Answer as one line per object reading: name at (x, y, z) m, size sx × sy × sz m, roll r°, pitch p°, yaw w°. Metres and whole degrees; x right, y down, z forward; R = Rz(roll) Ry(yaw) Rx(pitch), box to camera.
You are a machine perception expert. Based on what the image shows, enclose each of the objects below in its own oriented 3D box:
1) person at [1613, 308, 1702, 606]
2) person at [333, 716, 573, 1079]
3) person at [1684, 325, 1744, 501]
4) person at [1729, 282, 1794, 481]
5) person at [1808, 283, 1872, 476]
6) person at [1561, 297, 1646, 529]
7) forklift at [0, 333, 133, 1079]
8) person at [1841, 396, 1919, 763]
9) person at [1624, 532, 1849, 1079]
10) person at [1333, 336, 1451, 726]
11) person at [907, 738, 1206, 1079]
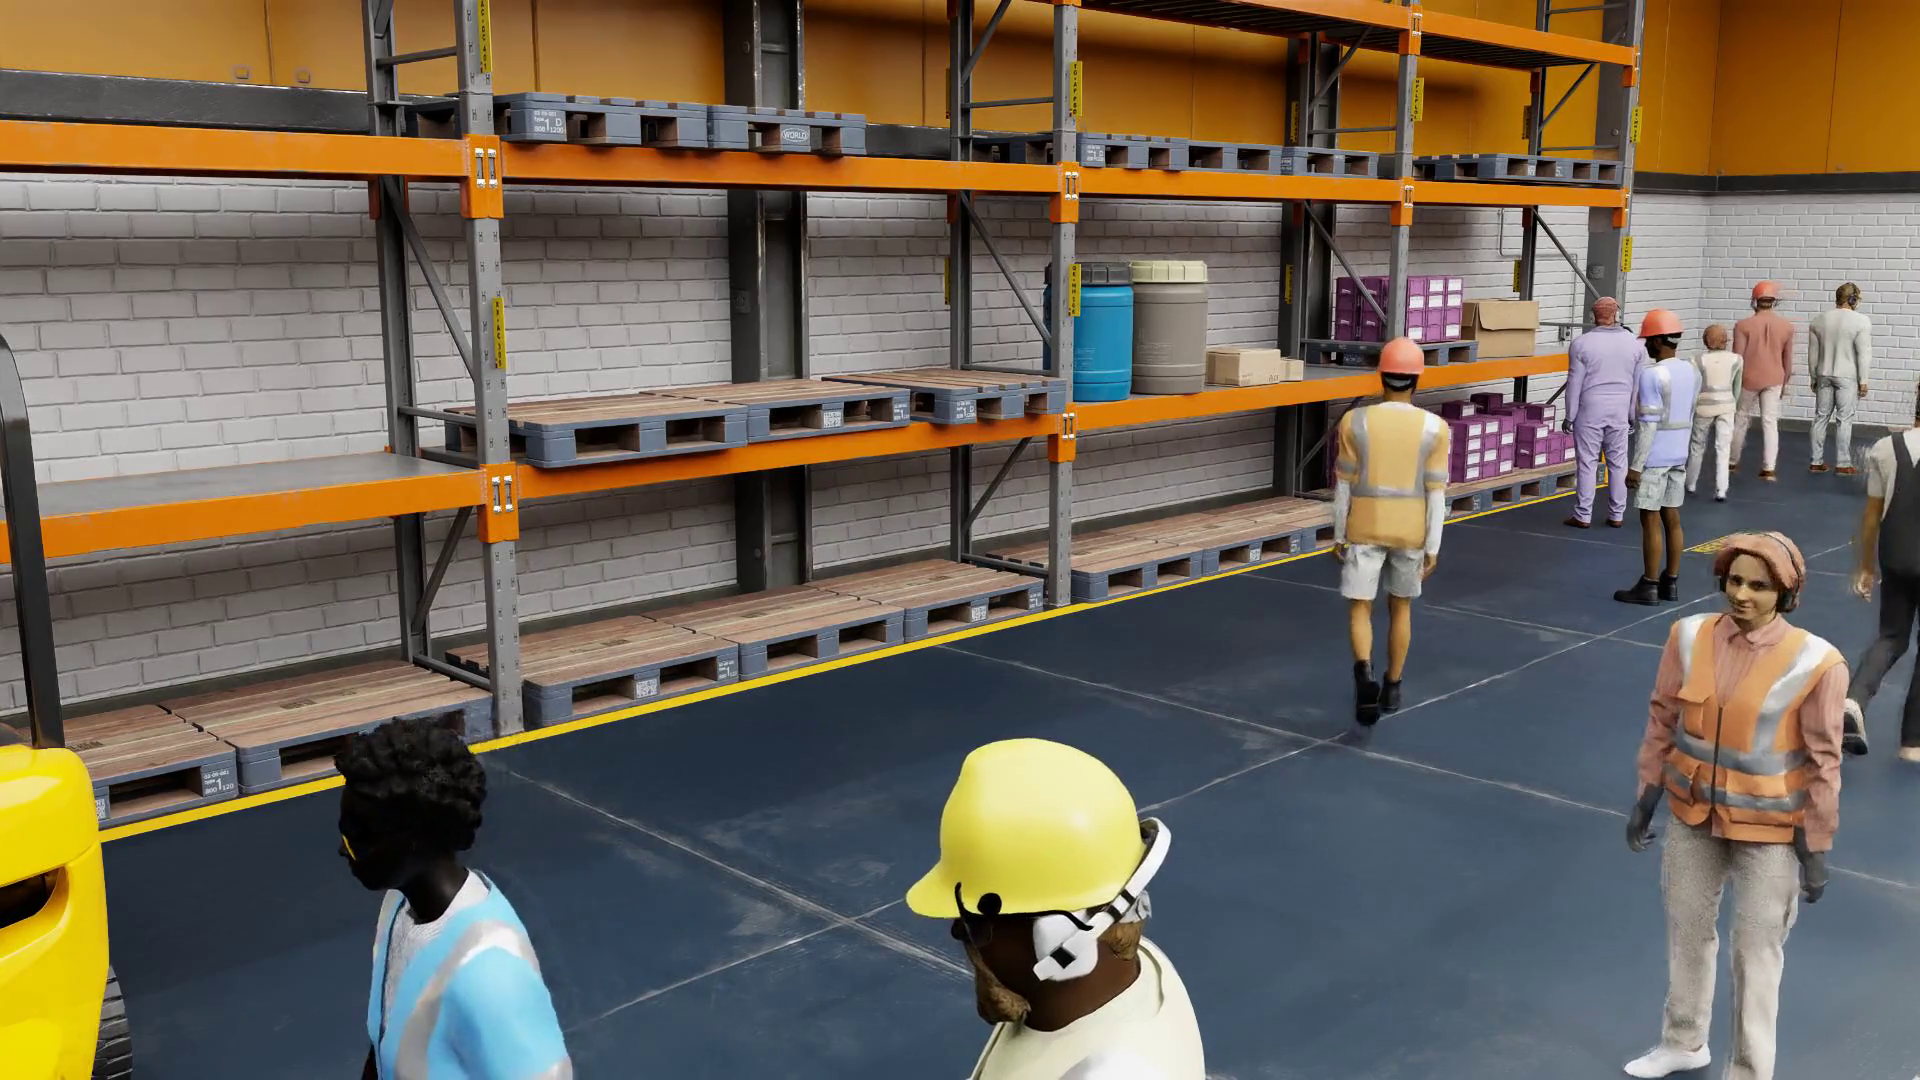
person at (4.543, -0.536, 10.855) m, size 0.543 × 1.936 × 0.369 m, roll -7°, pitch 13°, yaw -34°
person at (-0.834, 1.090, 2.765) m, size 0.880 × 1.639 × 0.554 m, roll -5°, pitch 12°, yaw -27°
person at (6.897, -1.168, 15.244) m, size 0.506 × 1.592 × 0.883 m, roll 2°, pitch 11°, yaw 11°
person at (7.945, -1.579, 16.537) m, size 0.634 × 1.945 × 0.957 m, roll 1°, pitch 10°, yaw 5°
person at (8.821, -1.607, 16.703) m, size 0.370 × 1.934 × 0.627 m, roll -6°, pitch 12°, yaw -31°
person at (5.263, -1.039, 13.688) m, size 0.642 × 1.905 × 0.399 m, roll -1°, pitch 10°, yaw -3°
forklift at (-3.289, 0.485, 4.582) m, size 1.214 × 2.155 × 2.313 m, roll -10°, pitch 14°, yaw -44°
person at (4.291, 0.146, 7.481) m, size 0.594 × 1.818 × 0.518 m, roll -7°, pitch 12°, yaw -33°
person at (2.108, 0.781, 4.539) m, size 0.323 × 1.637 × 0.555 m, roll -7°, pitch 12°, yaw -33°
person at (2.105, -0.033, 8.161) m, size 0.541 × 1.919 × 0.778 m, roll 2°, pitch 11°, yaw 12°
person at (0.117, 1.127, 2.088) m, size 0.403 × 1.825 × 0.589 m, roll 1°, pitch 10°, yaw 4°
